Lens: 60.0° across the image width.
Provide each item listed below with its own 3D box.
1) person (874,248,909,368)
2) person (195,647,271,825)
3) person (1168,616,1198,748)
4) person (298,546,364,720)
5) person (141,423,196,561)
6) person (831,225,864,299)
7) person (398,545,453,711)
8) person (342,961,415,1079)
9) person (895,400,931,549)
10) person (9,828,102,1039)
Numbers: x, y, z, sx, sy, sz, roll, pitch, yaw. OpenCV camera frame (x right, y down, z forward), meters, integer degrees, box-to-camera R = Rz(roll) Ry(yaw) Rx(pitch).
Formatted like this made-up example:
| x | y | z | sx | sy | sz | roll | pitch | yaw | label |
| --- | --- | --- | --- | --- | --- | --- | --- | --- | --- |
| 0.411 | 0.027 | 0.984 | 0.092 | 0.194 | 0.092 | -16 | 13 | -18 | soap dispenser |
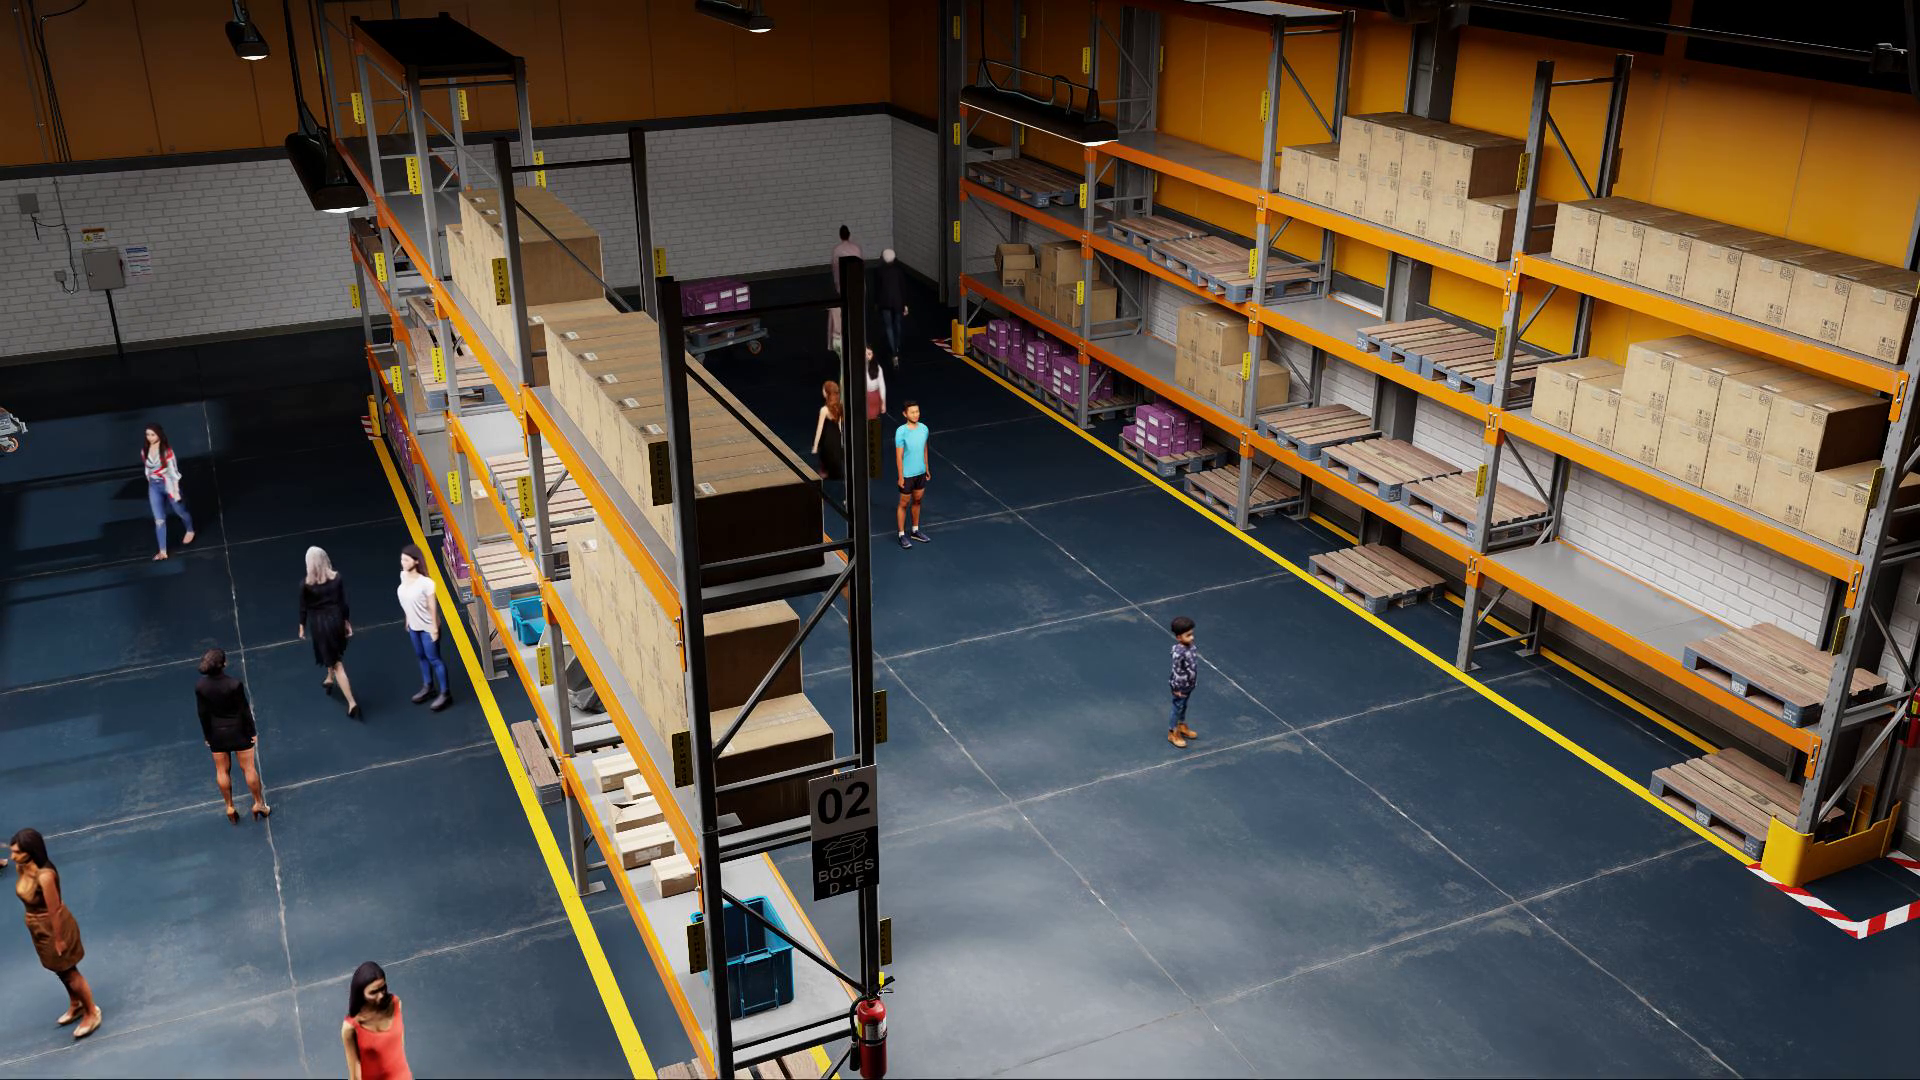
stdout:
| x | y | z | sx | sy | sz | roll | pitch | yaw | label |
| --- | --- | --- | --- | --- | --- | --- | --- | --- | --- |
| -0.958 | -3.374 | 24.299 | 0.882 | 1.743 | 1.161 | -5 | 24 | -10 | person |
| -6.175 | 1.654 | 14.071 | 0.651 | 1.640 | 0.688 | -3 | 24 | -7 | person |
| 2.060 | 1.290 | 15.387 | 0.617 | 1.251 | 0.577 | 17 | 29 | 34 | person |
| -5.913 | 0.910 | 15.681 | 1.134 | 1.714 | 0.822 | 21 | 31 | 40 | person |
| -9.185 | -0.606 | 19.328 | 0.949 | 1.569 | 1.173 | 1 | 24 | 3 | person |
| -1.859 | -4.376 | 27.743 | 0.823 | 1.738 | 0.838 | -4 | 24 | -8 | person |
| -5.122 | 0.825 | 15.916 | 0.628 | 1.679 | 0.747 | 17 | 29 | 33 | person |
| -3.605 | 3.316 | 10.213 | 1.200 | 1.684 | 0.917 | 19 | 30 | 36 | person |
| -0.575 | -0.798 | 19.509 | 0.665 | 1.776 | 0.611 | -19 | 30 | -36 | person |
| -6.316 | 2.719 | 11.579 | 0.600 | 1.683 | 0.704 | 16 | 29 | 33 | person |
